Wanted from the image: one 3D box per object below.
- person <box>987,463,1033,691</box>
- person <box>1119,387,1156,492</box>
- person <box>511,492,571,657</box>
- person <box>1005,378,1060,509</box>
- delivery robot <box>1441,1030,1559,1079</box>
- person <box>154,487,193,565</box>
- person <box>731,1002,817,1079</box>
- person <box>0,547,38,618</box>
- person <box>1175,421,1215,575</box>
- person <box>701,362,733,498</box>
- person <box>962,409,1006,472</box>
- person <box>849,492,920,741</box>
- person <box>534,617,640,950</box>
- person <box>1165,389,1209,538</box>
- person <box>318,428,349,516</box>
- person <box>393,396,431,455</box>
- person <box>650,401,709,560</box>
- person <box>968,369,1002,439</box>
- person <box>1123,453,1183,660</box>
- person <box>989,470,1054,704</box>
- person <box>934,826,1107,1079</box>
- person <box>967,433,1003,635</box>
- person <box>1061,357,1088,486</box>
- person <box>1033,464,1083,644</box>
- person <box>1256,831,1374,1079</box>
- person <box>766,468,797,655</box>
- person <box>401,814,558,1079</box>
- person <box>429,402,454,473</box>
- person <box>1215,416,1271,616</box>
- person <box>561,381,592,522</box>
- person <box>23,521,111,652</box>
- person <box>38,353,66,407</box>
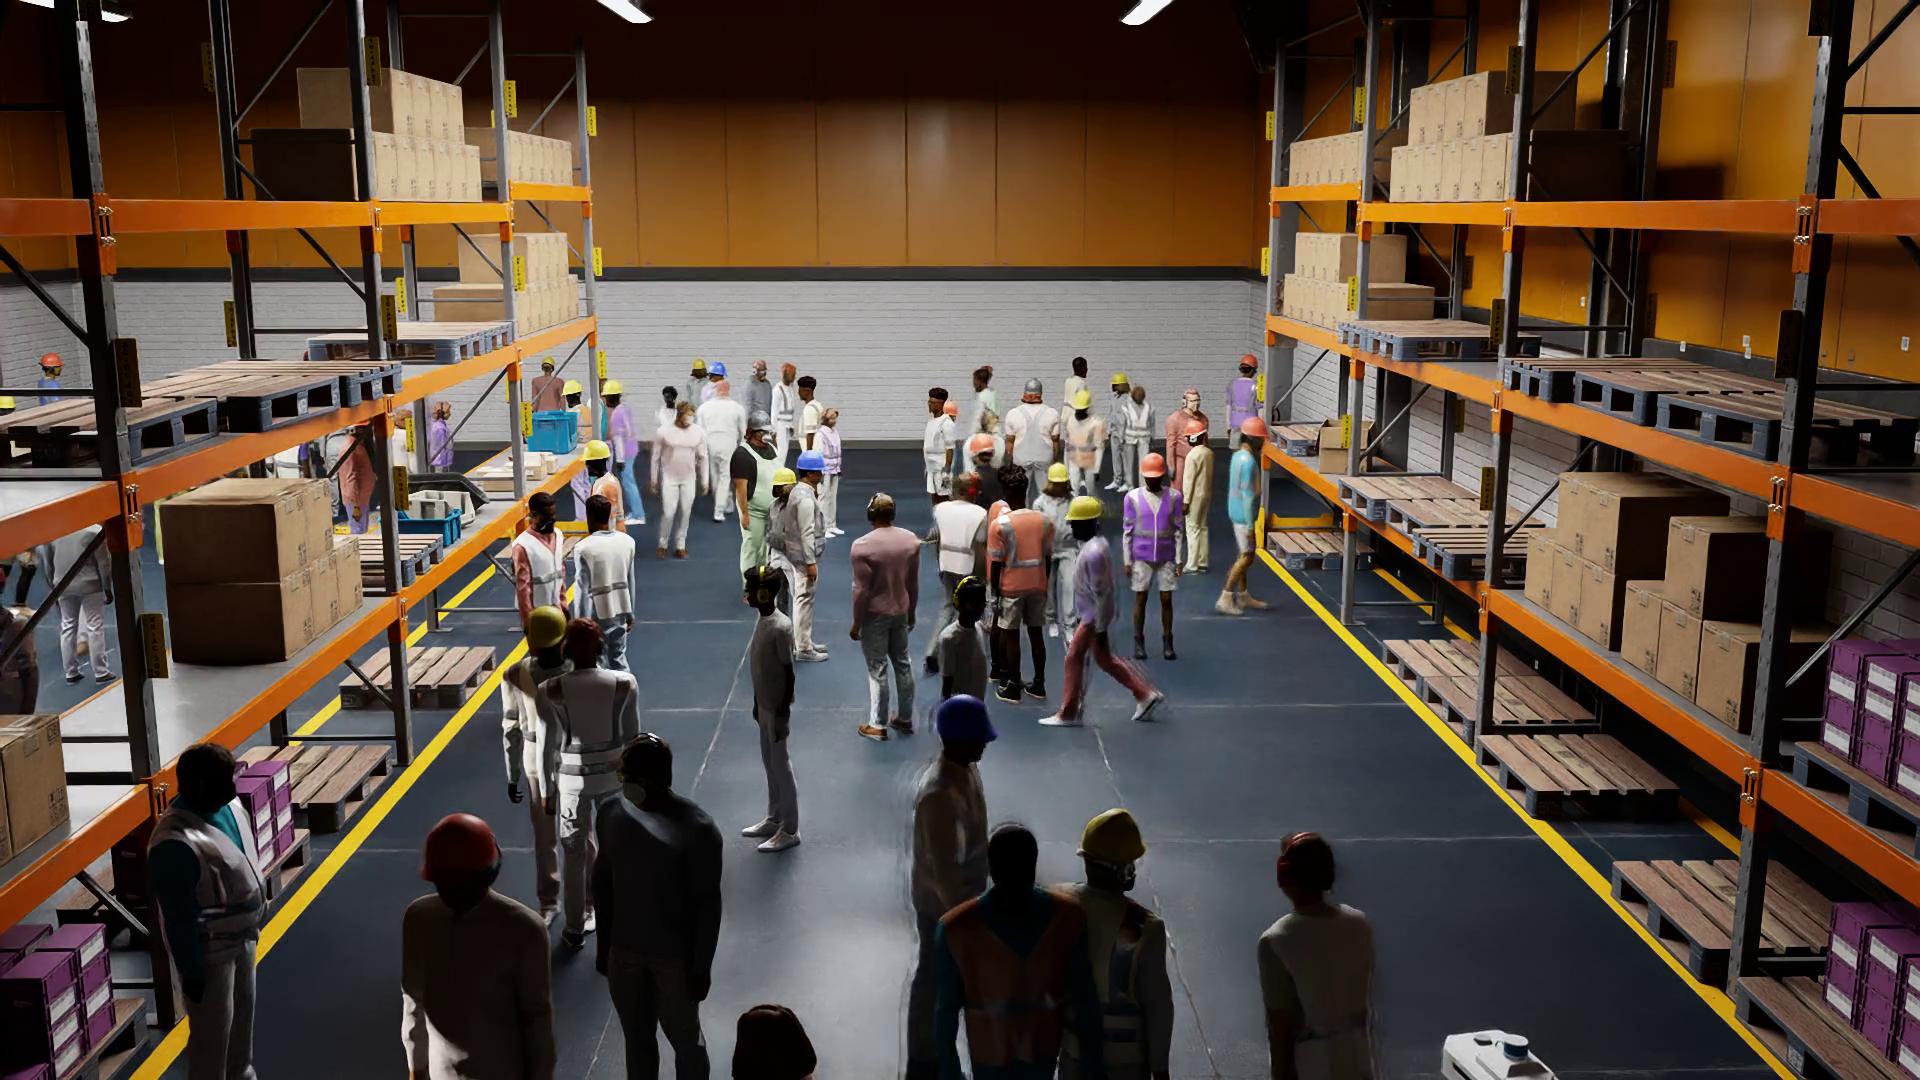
[{"bbox_3d":[0.418,0.311,14.260,0.367,1.966,0.607,-3,12,-15],"label":"person"},{"bbox_3d":[2.527,-1.401,23.769,0.535,1.599,0.847,0,11,0],"label":"person"},{"bbox_3d":[-3.325,0.553,13.206,0.391,1.905,0.599,4,12,17],"label":"person"},{"bbox_3d":[0.900,-1.002,20.655,0.680,2.000,0.536,0,11,2],"label":"person"},{"bbox_3d":[2.390,2.382,7.193,0.477,0.478,0.707,-3,12,-13],"label":"delivery robot"},{"bbox_3d":[-9.158,-0.662,19.265,0.586,1.920,0.397,-3,12,-16],"label":"person"},{"bbox_3d":[-0.591,2.256,5.345,0.282,1.633,0.500,1,11,7],"label":"person"},{"bbox_3d":[-9.521,-0.020,16.704,0.608,1.664,0.452,4,12,21],"label":"person"},{"bbox_3d":[2.657,-0.482,18.816,0.355,1.737,0.576,7,13,32],"label":"person"},{"bbox_3d":[-3.491,-1.569,23.763,0.403,1.937,0.604,-5,12,-25],"label":"person"},{"bbox_3d":[0.227,-0.511,18.481,0.626,1.925,0.676,-10,15,-42],"label":"person"},{"bbox_3d":[-0.586,0.589,12.933,0.635,1.937,0.355,-9,15,-39],"label":"person"},{"bbox_3d":[-2.056,1.352,9.259,0.575,1.880,0.353,-4,12,-19],"label":"person"},{"bbox_3d":[2.836,-0.916,20.560,0.636,1.911,0.405,-7,13,-30],"label":"person"},{"bbox_3d":[-8.374,-1.187,22.354,0.485,1.737,0.321,-10,15,-41],"label":"person"},{"bbox_3d":[-7.628,-1.404,23.124,0.593,1.861,0.933,-7,13,-31],"label":"person"},{"bbox_3d":[-3.271,-0.696,19.475,0.651,1.897,0.516,-5,12,-23],"label":"person"},{"bbox_3d":[0.323,-1.432,23.184,0.521,1.893,0.632,3,12,15],"label":"person"},{"bbox_3d":[1.760,0.151,15.185,0.549,1.923,0.390,0,11,0],"label":"person"},{"bbox_3d":[0.504,0.390,13.915,0.603,1.953,0.402,-6,13,-27],"label":"person"},{"bbox_3d":[0.220,1.957,6.258,0.612,1.865,0.997,-4,12,-18],"label":"person"},{"bbox_3d":[0.194,-0.044,16.021,0.652,1.970,0.608,-9,14,-37],"label":"person"},{"bbox_3d":[1.723,-1.773,24.834,0.393,1.919,0.590,-4,12,-18],"label":"person"},{"bbox_3d":[0.929,0.139,15.749,0.508,1.702,0.853,0,11,-2],"label":"person"},{"bbox_3d":[1.309,1.997,6.267,0.571,1.775,0.892,-7,13,-30],"label":"person"},{"bbox_3d":[-1.611,0.191,15.424,0.485,1.744,0.295,7,13,32],"label":"person"},{"bbox_3d":[-1.762,1.936,6.078,0.617,1.986,0.411,4,12,17],"label":"person"},{"bbox_3d":[-6.716,-0.981,21.586,0.312,1.632,0.527,-4,12,-20],"label":"person"},{"bbox_3d":[2.902,-0.254,16.924,0.452,2.039,0.635,0,11,0],"label":"person"},{"bbox_3d":[-4.936,-1.100,21.476,0.395,1.913,0.591,2,11,9],"label":"person"},{"bbox_3d":[-8.393,-0.011,15.685,0.695,2.000,1.141,-2,12,-11],"label":"person"},{"bbox_3d":[-13.053,-1.679,24.044,0.607,2.044,0.379,10,15,42],"label":"person"}]
